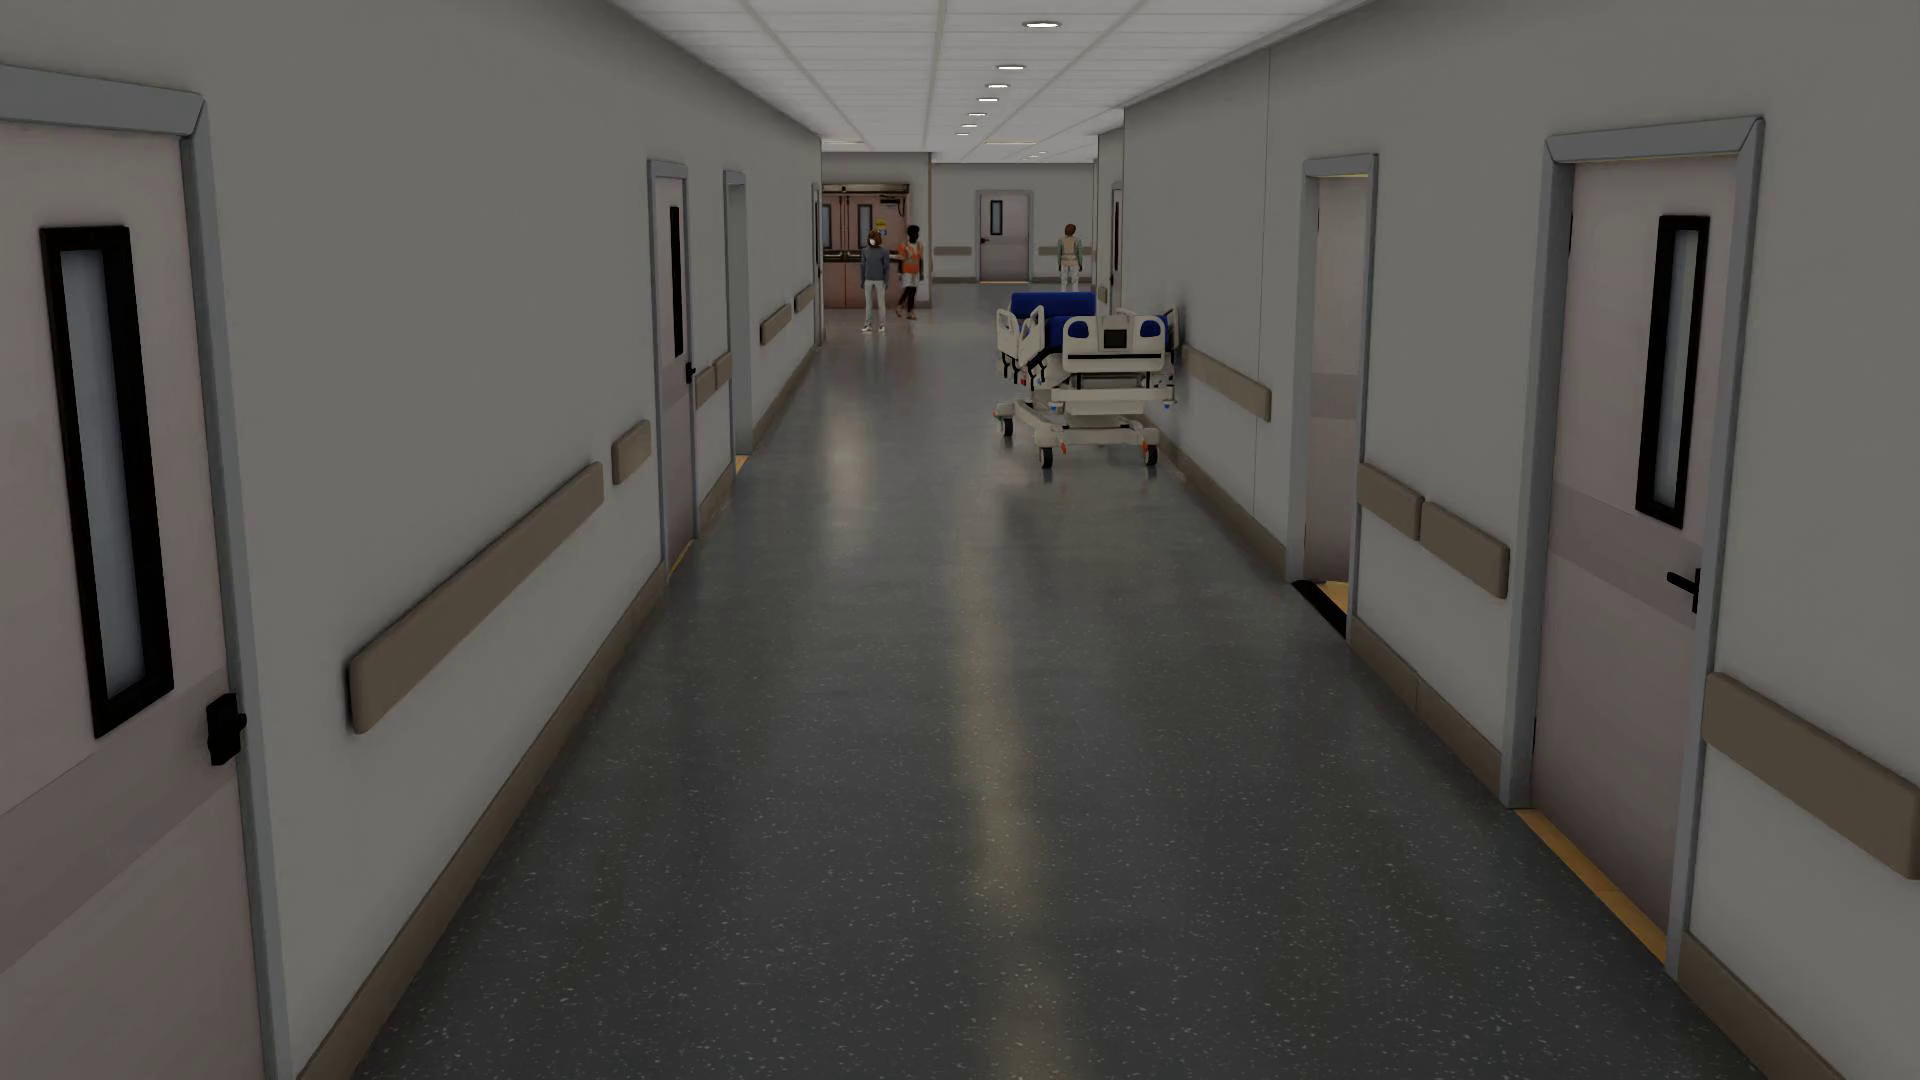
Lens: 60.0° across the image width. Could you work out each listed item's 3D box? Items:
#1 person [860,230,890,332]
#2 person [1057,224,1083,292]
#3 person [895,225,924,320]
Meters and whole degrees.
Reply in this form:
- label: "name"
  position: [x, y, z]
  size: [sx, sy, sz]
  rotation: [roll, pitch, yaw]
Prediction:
- label: "person"
  position: [-1.374, -4.165, 26.786]
  size: [0.498, 1.634, 0.280]
  rotation: [4, 12, 17]
- label: "person"
  position: [2.175, -5.420, 32.883]
  size: [0.514, 1.642, 0.310]
  rotation: [4, 12, 19]
- label: "person"
  position: [-0.876, -4.730, 29.433]
  size: [0.385, 1.679, 0.544]
  rotation: [11, 16, 43]
